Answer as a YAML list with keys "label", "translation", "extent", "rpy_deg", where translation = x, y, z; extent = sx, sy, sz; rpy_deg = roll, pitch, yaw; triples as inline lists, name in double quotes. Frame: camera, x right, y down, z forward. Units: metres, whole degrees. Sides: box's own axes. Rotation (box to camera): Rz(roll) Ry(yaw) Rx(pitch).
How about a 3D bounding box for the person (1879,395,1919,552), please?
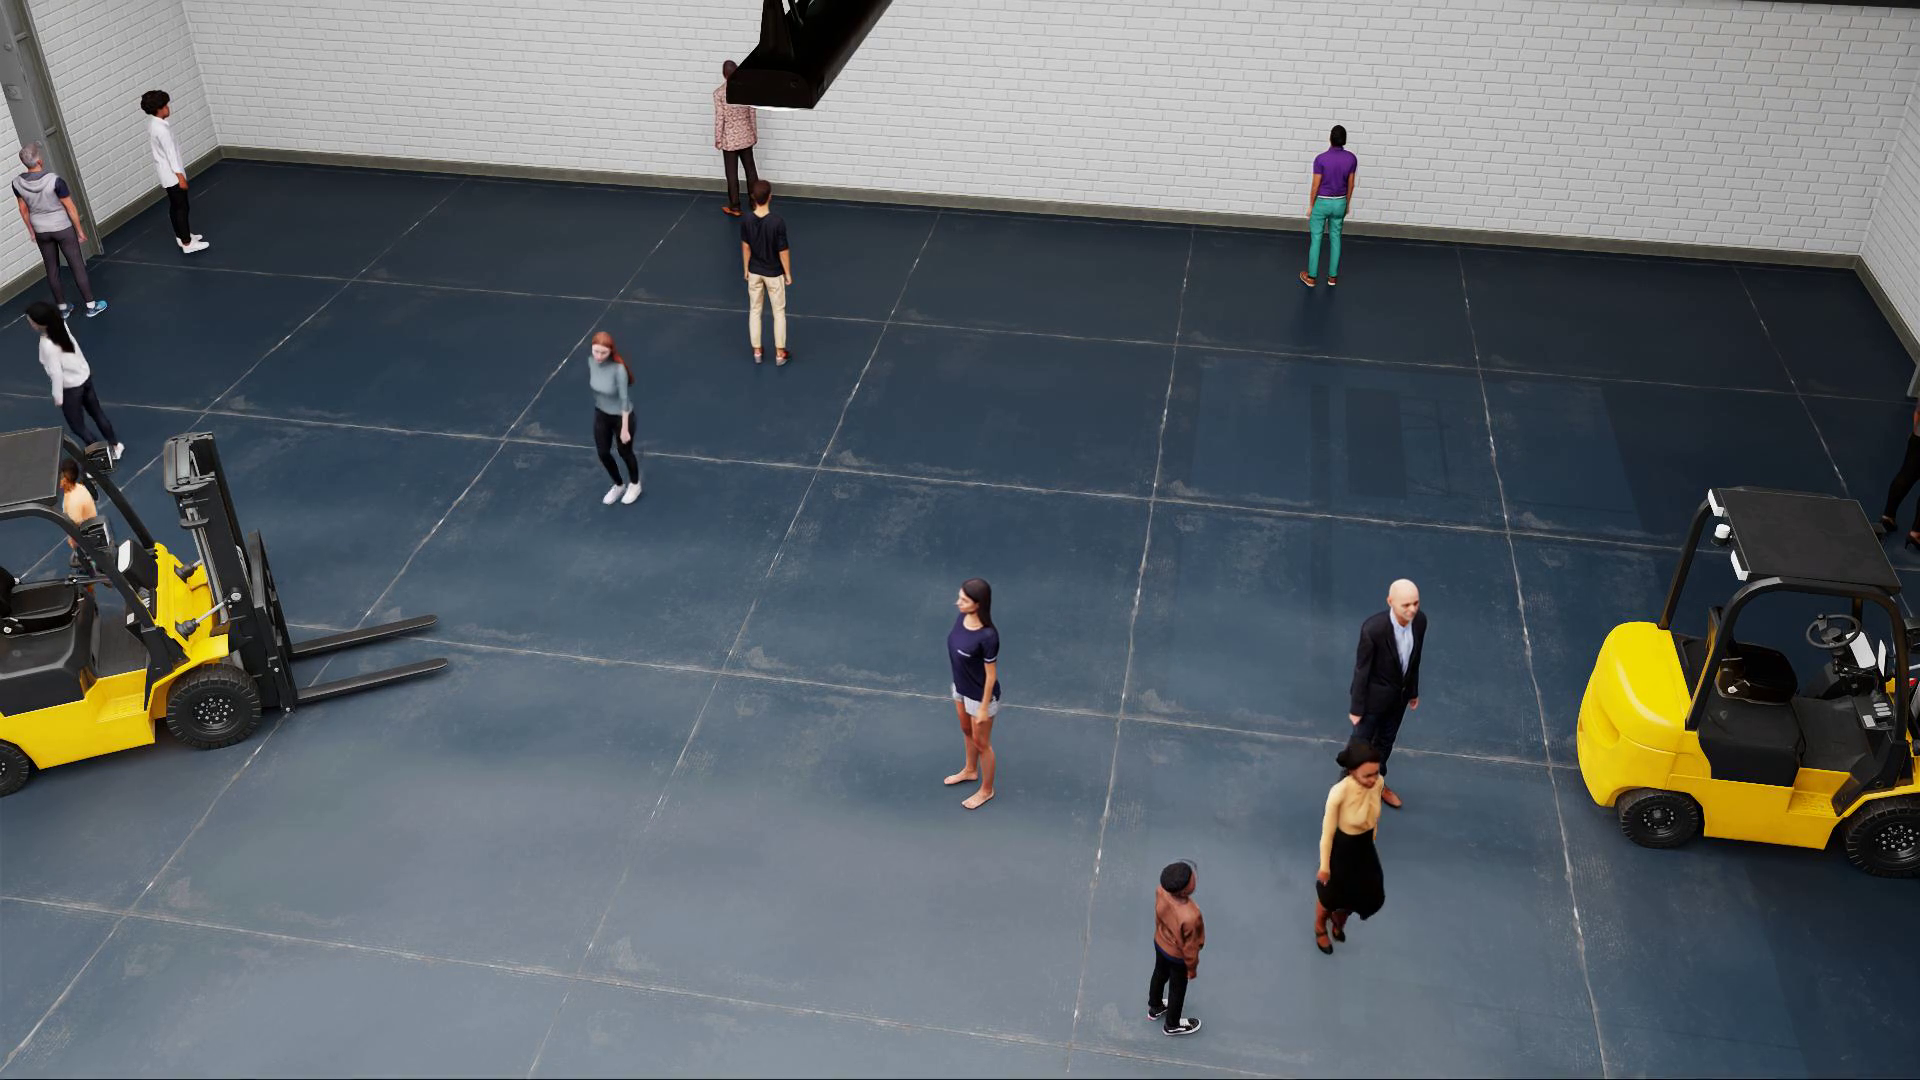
- label: "person"
  translation: [7.885, -0.777, 13.454]
  extent: [0.807, 1.842, 0.703]
  rpy_deg: [-11, 35, -16]

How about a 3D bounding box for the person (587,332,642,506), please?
- label: "person"
  translation: [-2.870, -1.033, 13.965]
  extent: [0.703, 1.703, 0.765]
  rpy_deg: [24, 41, 32]

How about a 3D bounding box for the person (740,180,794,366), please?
- label: "person"
  translation: [-1.887, -2.595, 16.179]
  extent: [0.632, 1.854, 0.544]
  rpy_deg: [7, 34, 11]

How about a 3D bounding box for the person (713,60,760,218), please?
- label: "person"
  translation: [-2.602, -4.683, 19.361]
  extent: [0.772, 1.808, 0.826]
  rpy_deg: [-20, 39, -28]

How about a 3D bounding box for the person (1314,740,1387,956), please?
- label: "person"
  translation: [2.233, 1.786, 9.777]
  extent: [0.737, 1.645, 0.787]
  rpy_deg: [-16, 37, -22]

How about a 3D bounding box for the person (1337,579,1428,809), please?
- label: "person"
  translation: [2.753, 1.002, 10.816]
  extent: [0.774, 1.800, 0.786]
  rpy_deg: [-14, 36, -20]

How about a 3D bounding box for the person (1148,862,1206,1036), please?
- label: "person"
  translation: [1.205, 2.289, 9.372]
  extent: [0.658, 1.255, 0.582]
  rpy_deg: [-17, 37, -24]

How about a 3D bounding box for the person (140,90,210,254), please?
- label: "person"
  translation: [-8.774, -4.101, 18.489]
  extent: [0.763, 1.805, 0.705]
  rpy_deg: [-22, 39, -29]

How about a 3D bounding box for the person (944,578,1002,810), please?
- label: "person"
  translation: [0.107, 0.983, 10.875]
  extent: [0.726, 1.766, 0.640]
  rpy_deg: [-15, 36, -21]

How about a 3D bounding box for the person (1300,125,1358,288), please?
- label: "person"
  translation: [3.937, -3.561, 17.709]
  extent: [0.689, 1.768, 0.671]
  rpy_deg: [-3, 34, -5]

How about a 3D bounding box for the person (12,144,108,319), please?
- label: "person"
  translation: [-9.292, -3.160, 17.052]
  extent: [0.755, 1.828, 0.670]
  rpy_deg: [-3, 34, -5]

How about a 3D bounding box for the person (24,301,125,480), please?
- label: "person"
  translation: [-7.679, -1.382, 14.514]
  extent: [0.859, 1.677, 0.586]
  rpy_deg: [4, 34, 6]
